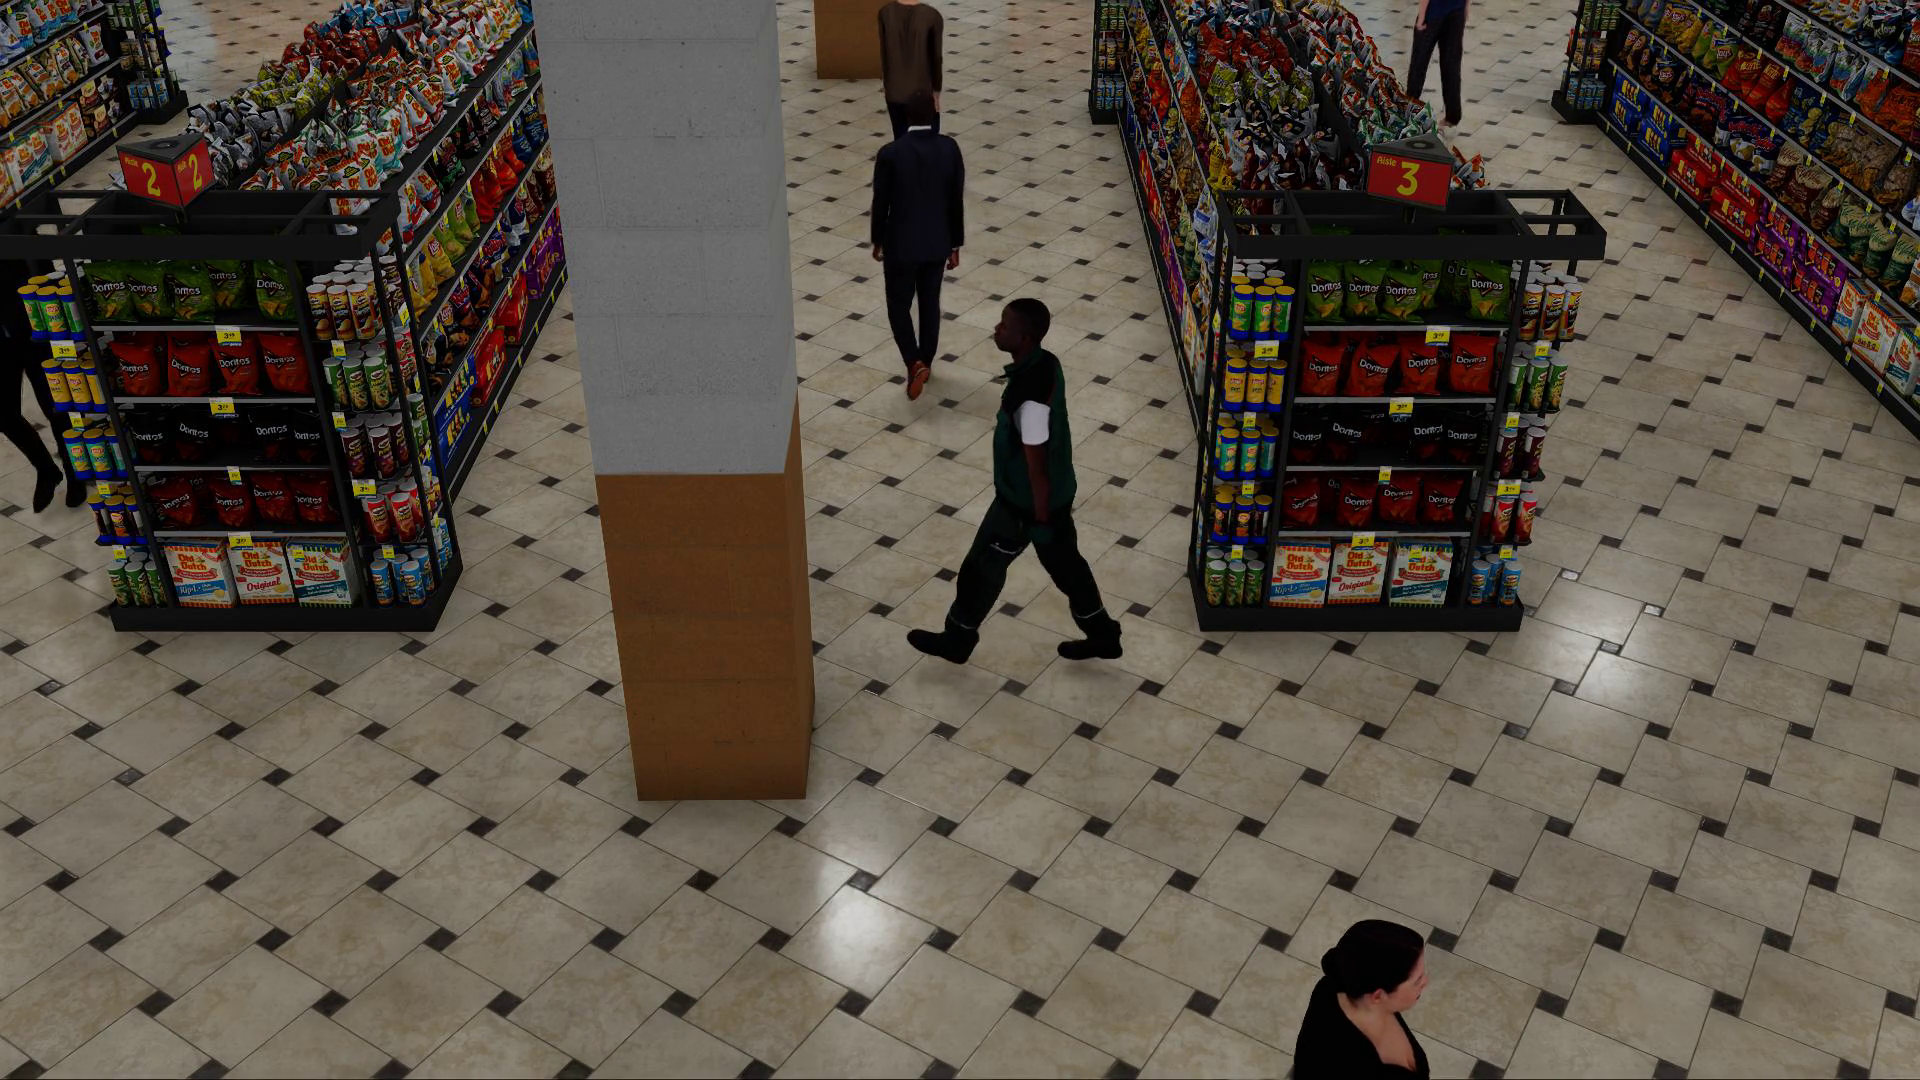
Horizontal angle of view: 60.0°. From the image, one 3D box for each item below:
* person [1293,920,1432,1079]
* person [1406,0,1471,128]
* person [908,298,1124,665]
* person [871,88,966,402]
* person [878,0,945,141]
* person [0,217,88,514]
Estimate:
[{"bbox_3d":[0.859,1.646,4.329,0.810,1.743,0.714,8,33,13],"label":"person"},{"bbox_3d":[4.075,-4.340,13.873,0.763,1.823,1.239,-4,32,-6],"label":"person"},{"bbox_3d":[0.401,-0.169,7.206,0.892,1.785,1.197,5,32,8],"label":"person"},{"bbox_3d":[-0.231,-1.648,9.594,0.829,1.772,1.016,-7,33,-12],"label":"person"},{"bbox_3d":[-0.375,-3.216,12.018,0.759,1.875,0.863,8,33,13],"label":"person"},{"bbox_3d":[-4.823,-1.056,8.546,0.772,1.874,0.717,-7,32,-10],"label":"person"}]
